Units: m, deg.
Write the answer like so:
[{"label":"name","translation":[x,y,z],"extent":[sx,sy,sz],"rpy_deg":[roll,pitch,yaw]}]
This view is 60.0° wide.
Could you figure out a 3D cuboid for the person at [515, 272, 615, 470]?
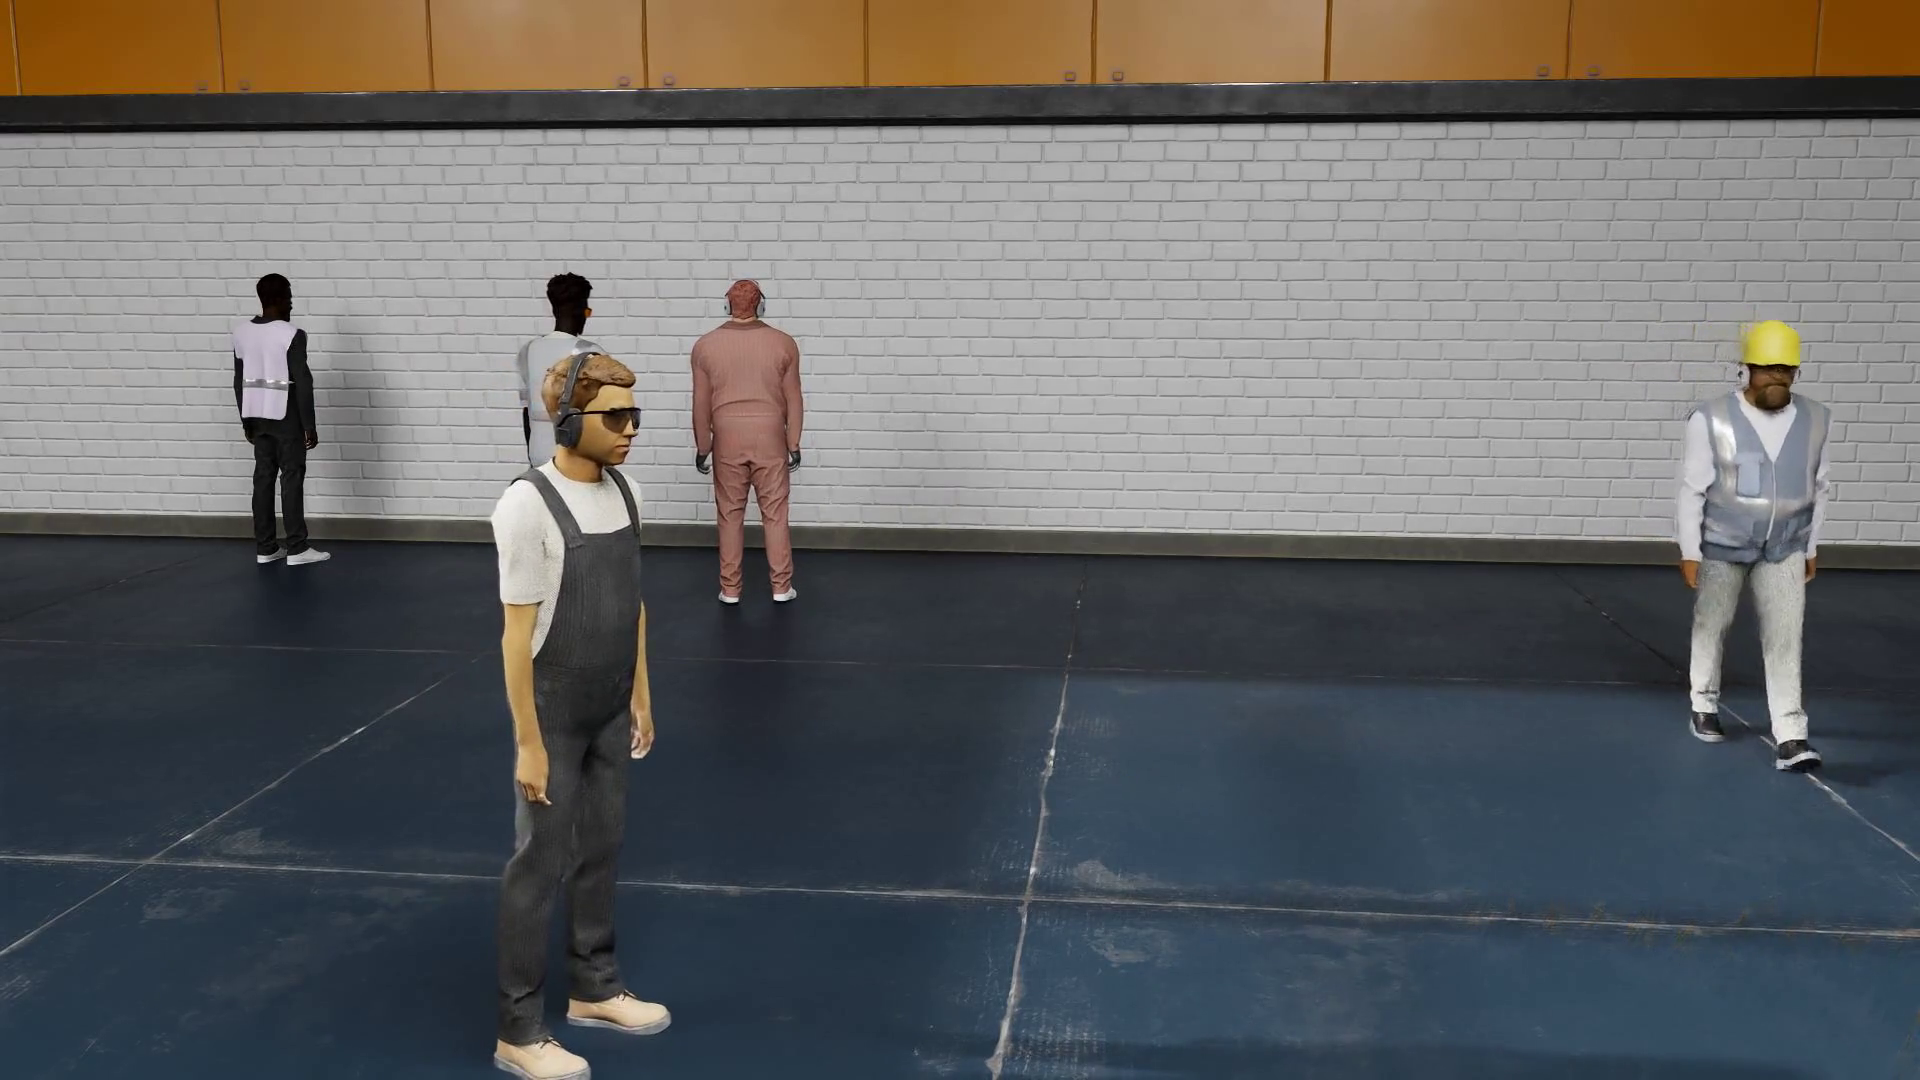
[{"label":"person","translation":[-2.091,-0.446,8.906],"extent":[0.607,1.958,0.372],"rpy_deg":[6,11,29]}]

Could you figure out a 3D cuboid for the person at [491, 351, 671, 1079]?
[{"label":"person","translation":[-0.956,0.445,4.191],"extent":[0.372,1.833,0.517],"rpy_deg":[5,11,26]}]

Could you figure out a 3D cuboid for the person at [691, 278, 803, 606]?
[{"label":"person","translation":[-1.233,-0.564,9.725],"extent":[0.640,1.910,0.401],"rpy_deg":[-1,10,-4]}]

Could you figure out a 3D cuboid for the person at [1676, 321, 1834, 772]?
[{"label":"person","translation":[3.216,0.019,6.726],"extent":[0.616,1.782,0.913],"rpy_deg":[1,10,8]}]

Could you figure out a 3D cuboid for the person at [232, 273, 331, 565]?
[{"label":"person","translation":[-4.515,-0.790,10.984],"extent":[0.597,1.916,0.372],"rpy_deg":[4,11,22]}]
